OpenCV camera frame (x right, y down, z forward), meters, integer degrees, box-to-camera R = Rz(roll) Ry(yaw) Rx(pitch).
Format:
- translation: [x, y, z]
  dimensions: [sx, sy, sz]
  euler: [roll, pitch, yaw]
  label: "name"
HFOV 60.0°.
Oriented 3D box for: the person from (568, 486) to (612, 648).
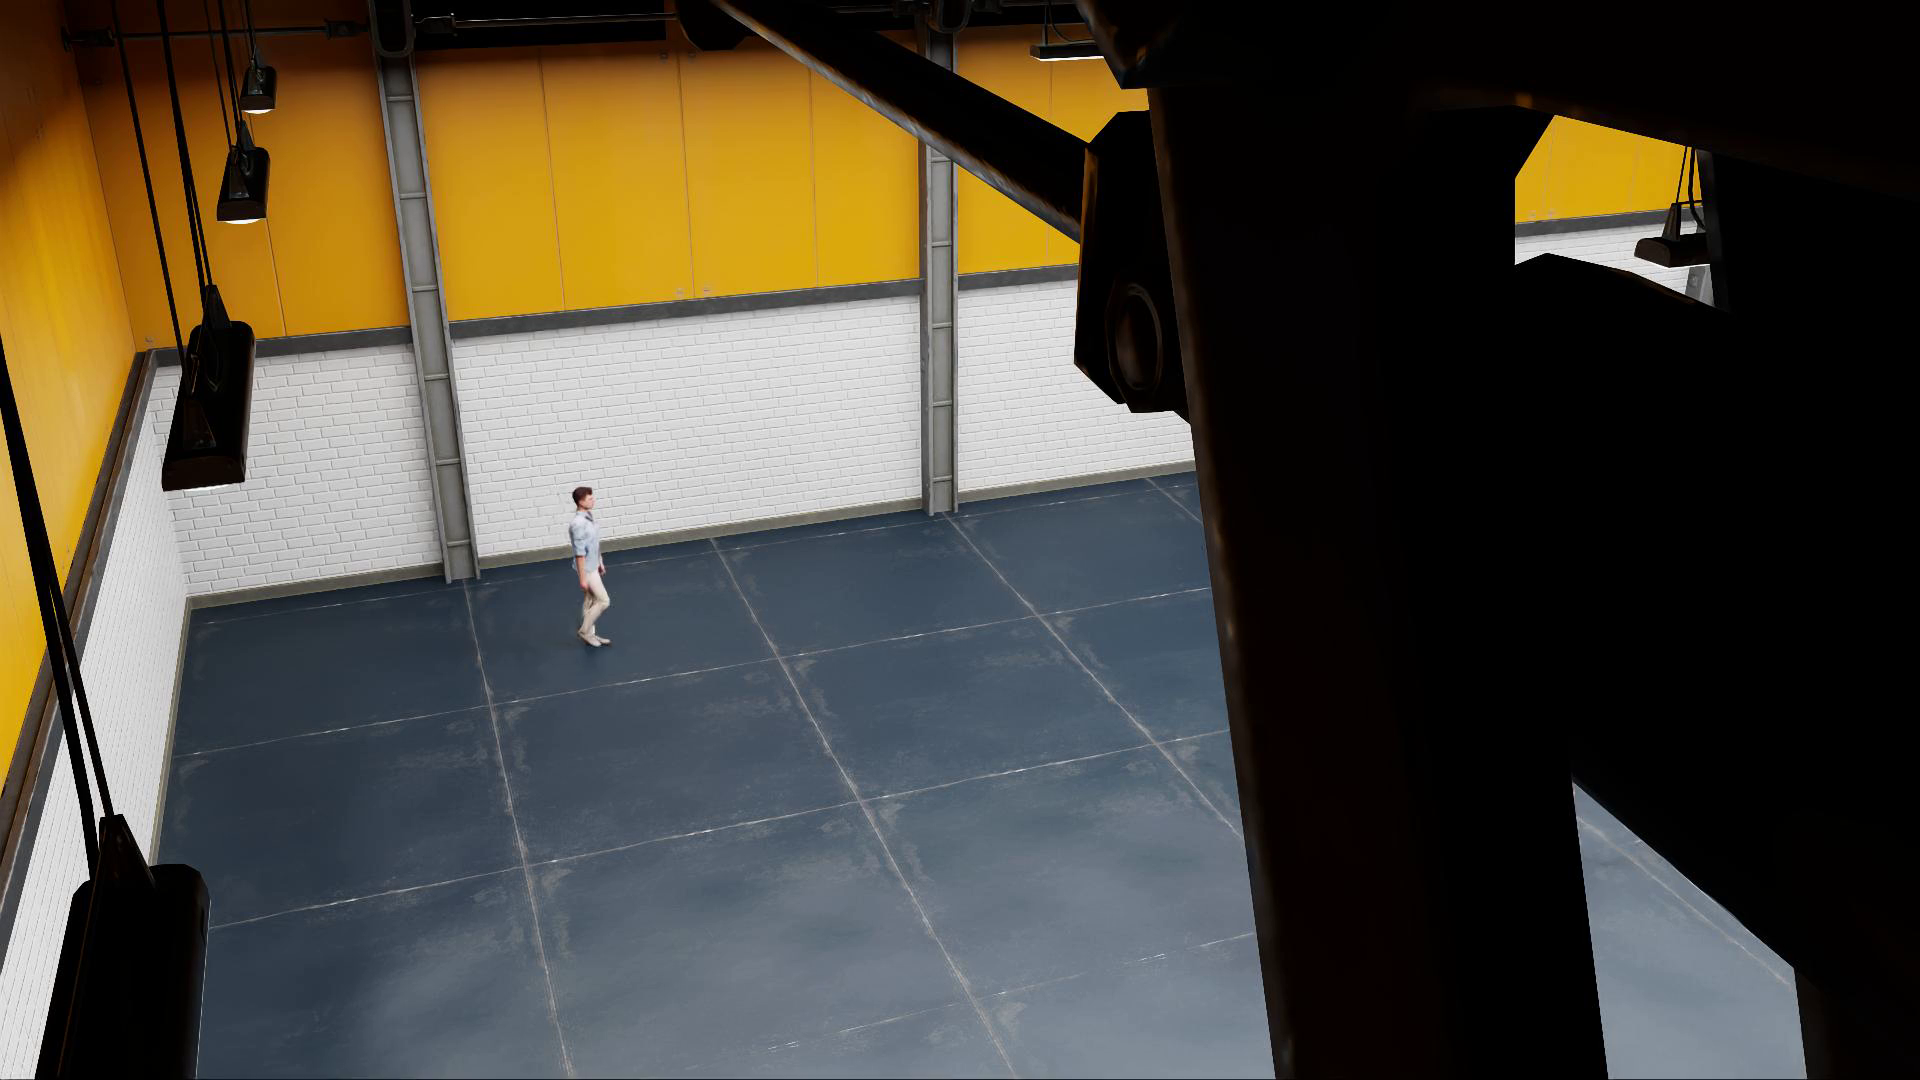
- translation: [-4.045, 0.296, 17.712]
  dimensions: [0.756, 1.840, 0.759]
  euler: [0, 24, 0]
  label: "person"
